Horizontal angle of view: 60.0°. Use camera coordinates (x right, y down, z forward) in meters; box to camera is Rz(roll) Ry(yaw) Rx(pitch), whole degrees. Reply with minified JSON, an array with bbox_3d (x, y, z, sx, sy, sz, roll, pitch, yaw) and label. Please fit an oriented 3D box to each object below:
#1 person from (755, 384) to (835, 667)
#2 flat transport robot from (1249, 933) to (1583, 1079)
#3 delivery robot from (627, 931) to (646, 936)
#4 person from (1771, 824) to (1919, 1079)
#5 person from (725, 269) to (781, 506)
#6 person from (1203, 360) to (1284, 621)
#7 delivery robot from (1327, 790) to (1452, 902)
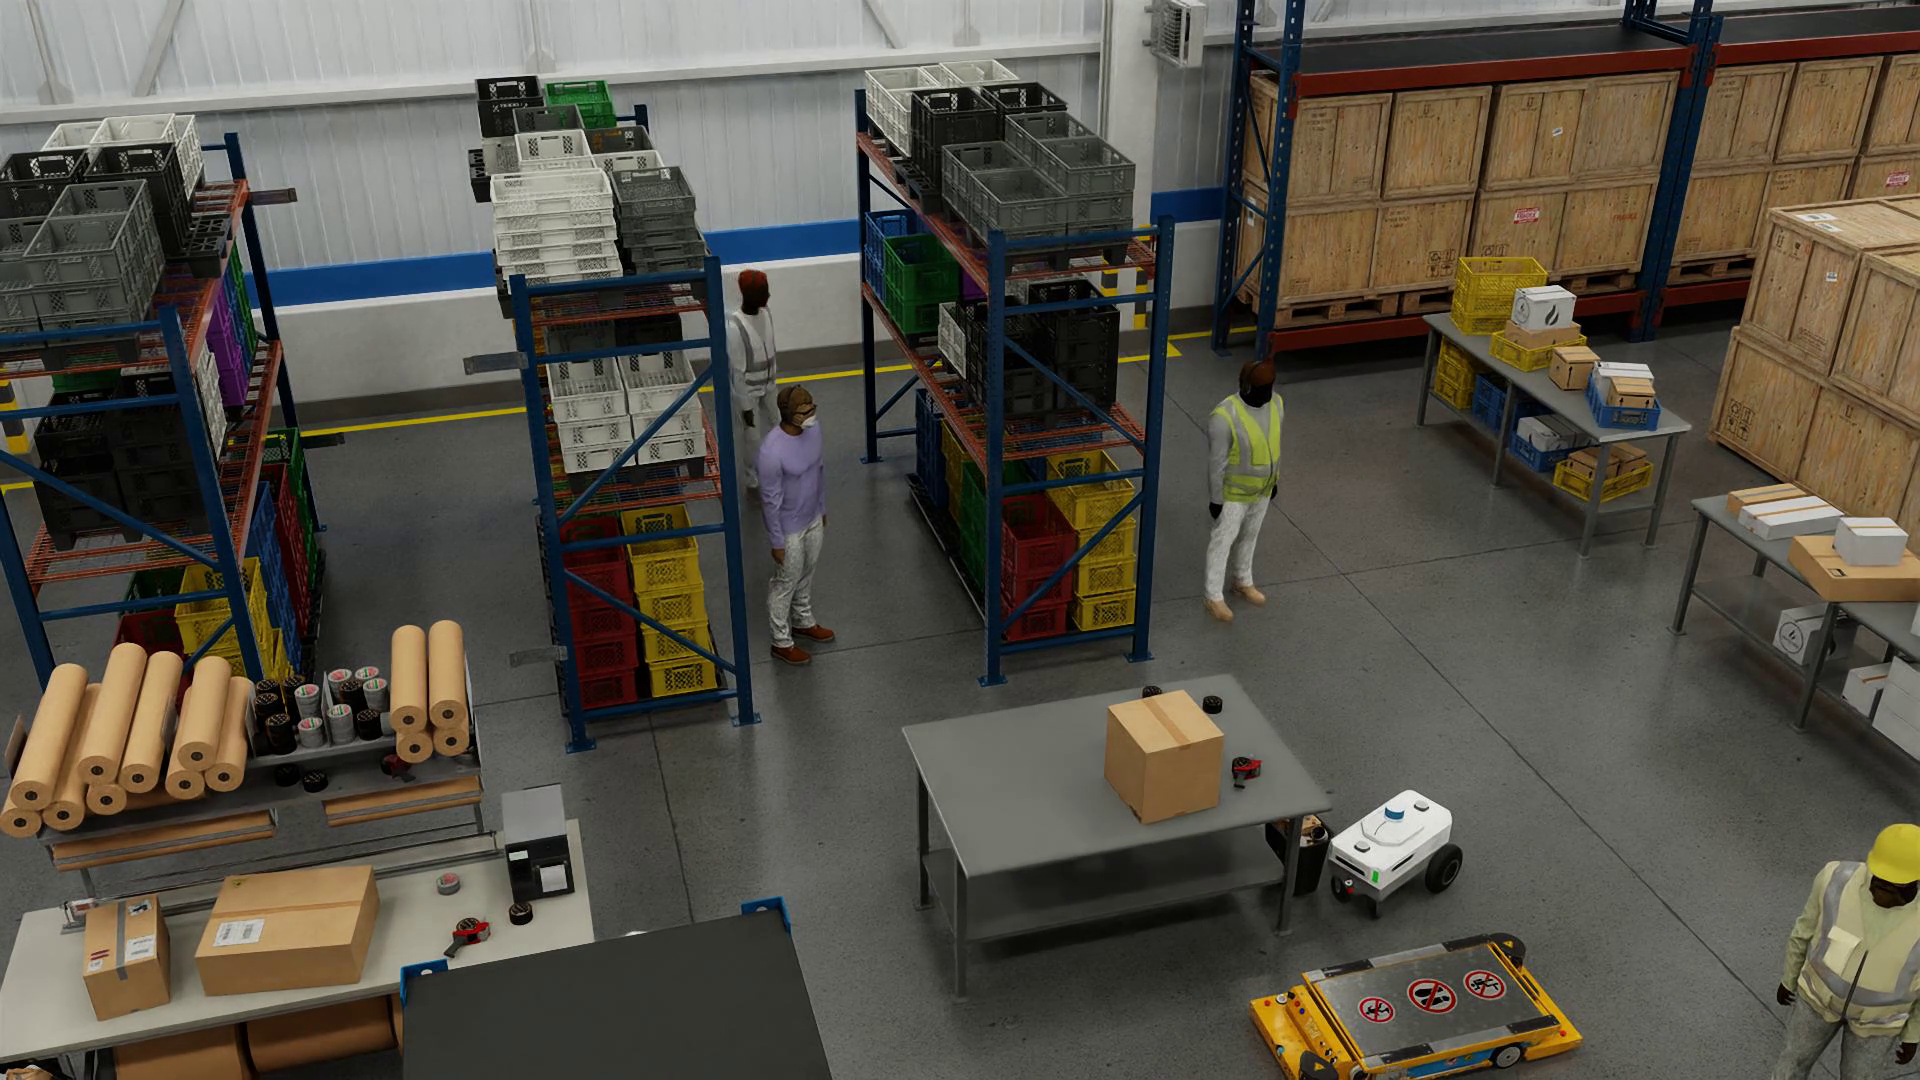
[{"bbox_3d":[-1.048,-0.110,10.624,0.363,1.932,0.627,13,31,23],"label":"person"},{"bbox_3d":[2.184,2.282,7.980,1.431,0.197,0.652,-8,30,-14],"label":"flat transport robot"},{"bbox_3d":[-1.502,2.156,7.823,0.477,0.478,0.707,3,29,5],"label":"delivery robot"},{"bbox_3d":[3.753,1.938,6.997,0.591,1.833,0.403,21,35,34],"label":"person"},{"bbox_3d":[-1.467,-1.086,12.484,0.597,1.852,0.658,19,34,31],"label":"person"},{"bbox_3d":[1.913,-0.351,11.154,0.634,1.839,0.429,-21,35,-33],"label":"person"},{"bbox_3d":[2.281,1.604,8.828,0.707,0.478,0.477,-23,36,-35],"label":"delivery robot"}]
